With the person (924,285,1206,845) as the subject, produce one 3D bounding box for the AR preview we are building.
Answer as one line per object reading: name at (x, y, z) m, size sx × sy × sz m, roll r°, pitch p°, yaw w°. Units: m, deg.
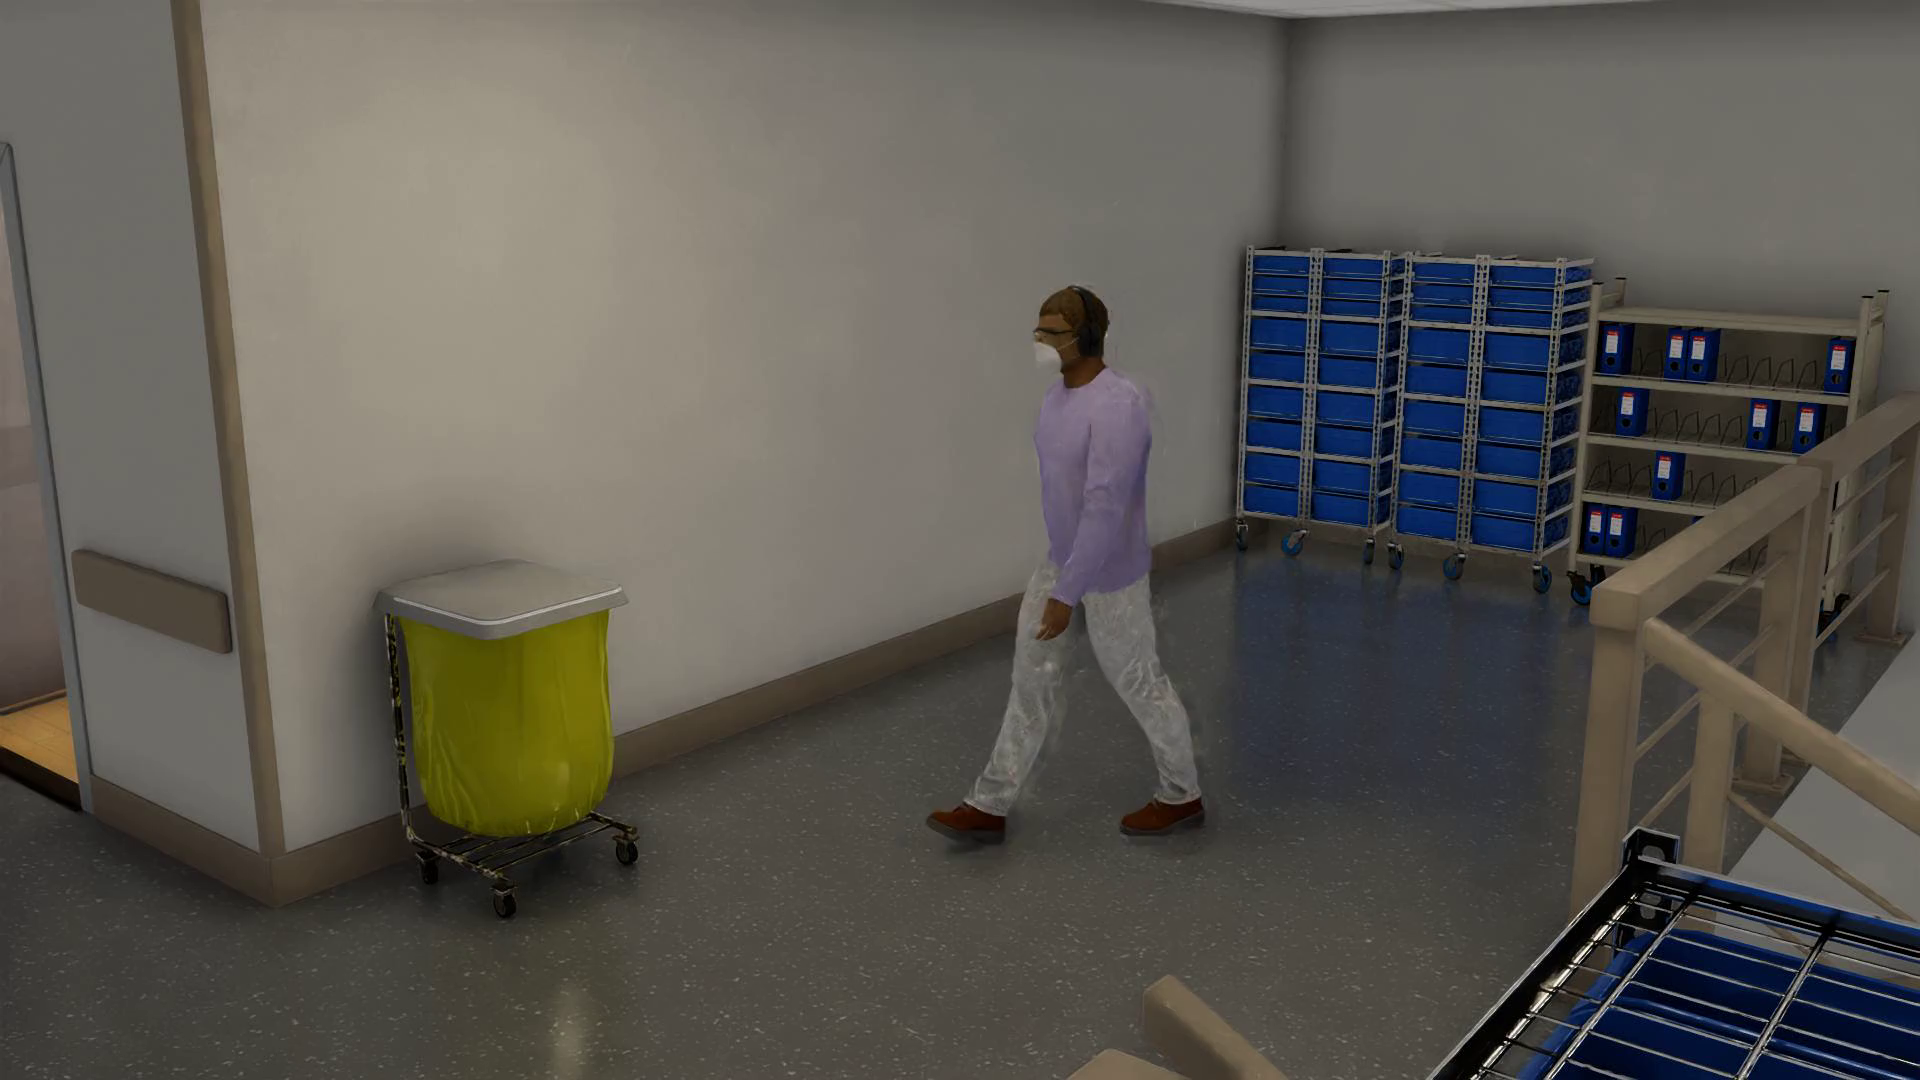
person at (0.405, 0.119, 5.466) m, size 1.006 × 1.892 × 0.637 m, roll -6°, pitch 15°, yaw -22°
